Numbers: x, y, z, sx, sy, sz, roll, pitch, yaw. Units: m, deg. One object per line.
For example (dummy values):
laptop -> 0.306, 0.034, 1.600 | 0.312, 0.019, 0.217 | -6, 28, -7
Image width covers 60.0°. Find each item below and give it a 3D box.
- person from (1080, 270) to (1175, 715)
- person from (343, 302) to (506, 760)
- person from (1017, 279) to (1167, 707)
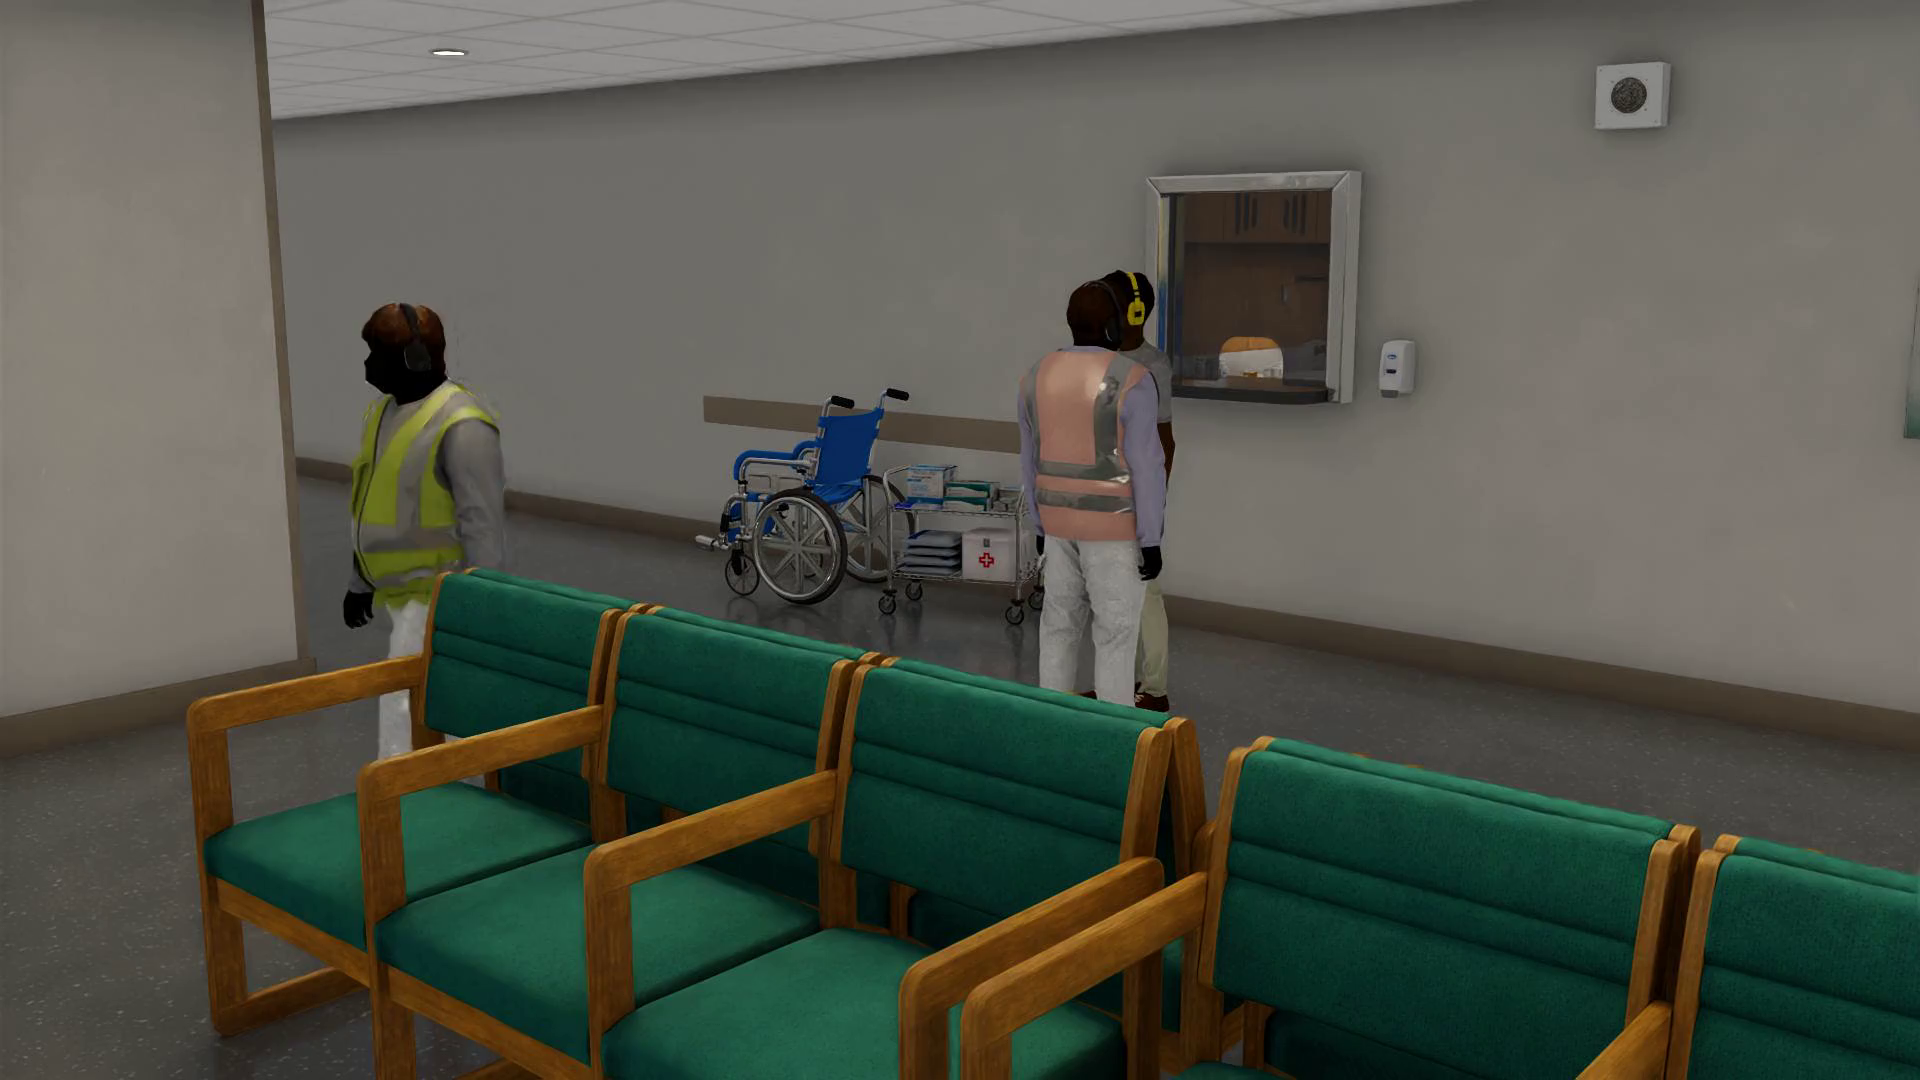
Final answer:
person -> 0.706, -0.176, 6.908 | 0.315, 1.869, 0.526 | -3, 11, -19
person -> -1.636, 0.145, 5.306 | 0.932, 1.804, 0.642 | -9, 13, -41
person -> 0.512, -0.037, 6.191 | 0.625, 1.846, 0.429 | 9, 13, 42
